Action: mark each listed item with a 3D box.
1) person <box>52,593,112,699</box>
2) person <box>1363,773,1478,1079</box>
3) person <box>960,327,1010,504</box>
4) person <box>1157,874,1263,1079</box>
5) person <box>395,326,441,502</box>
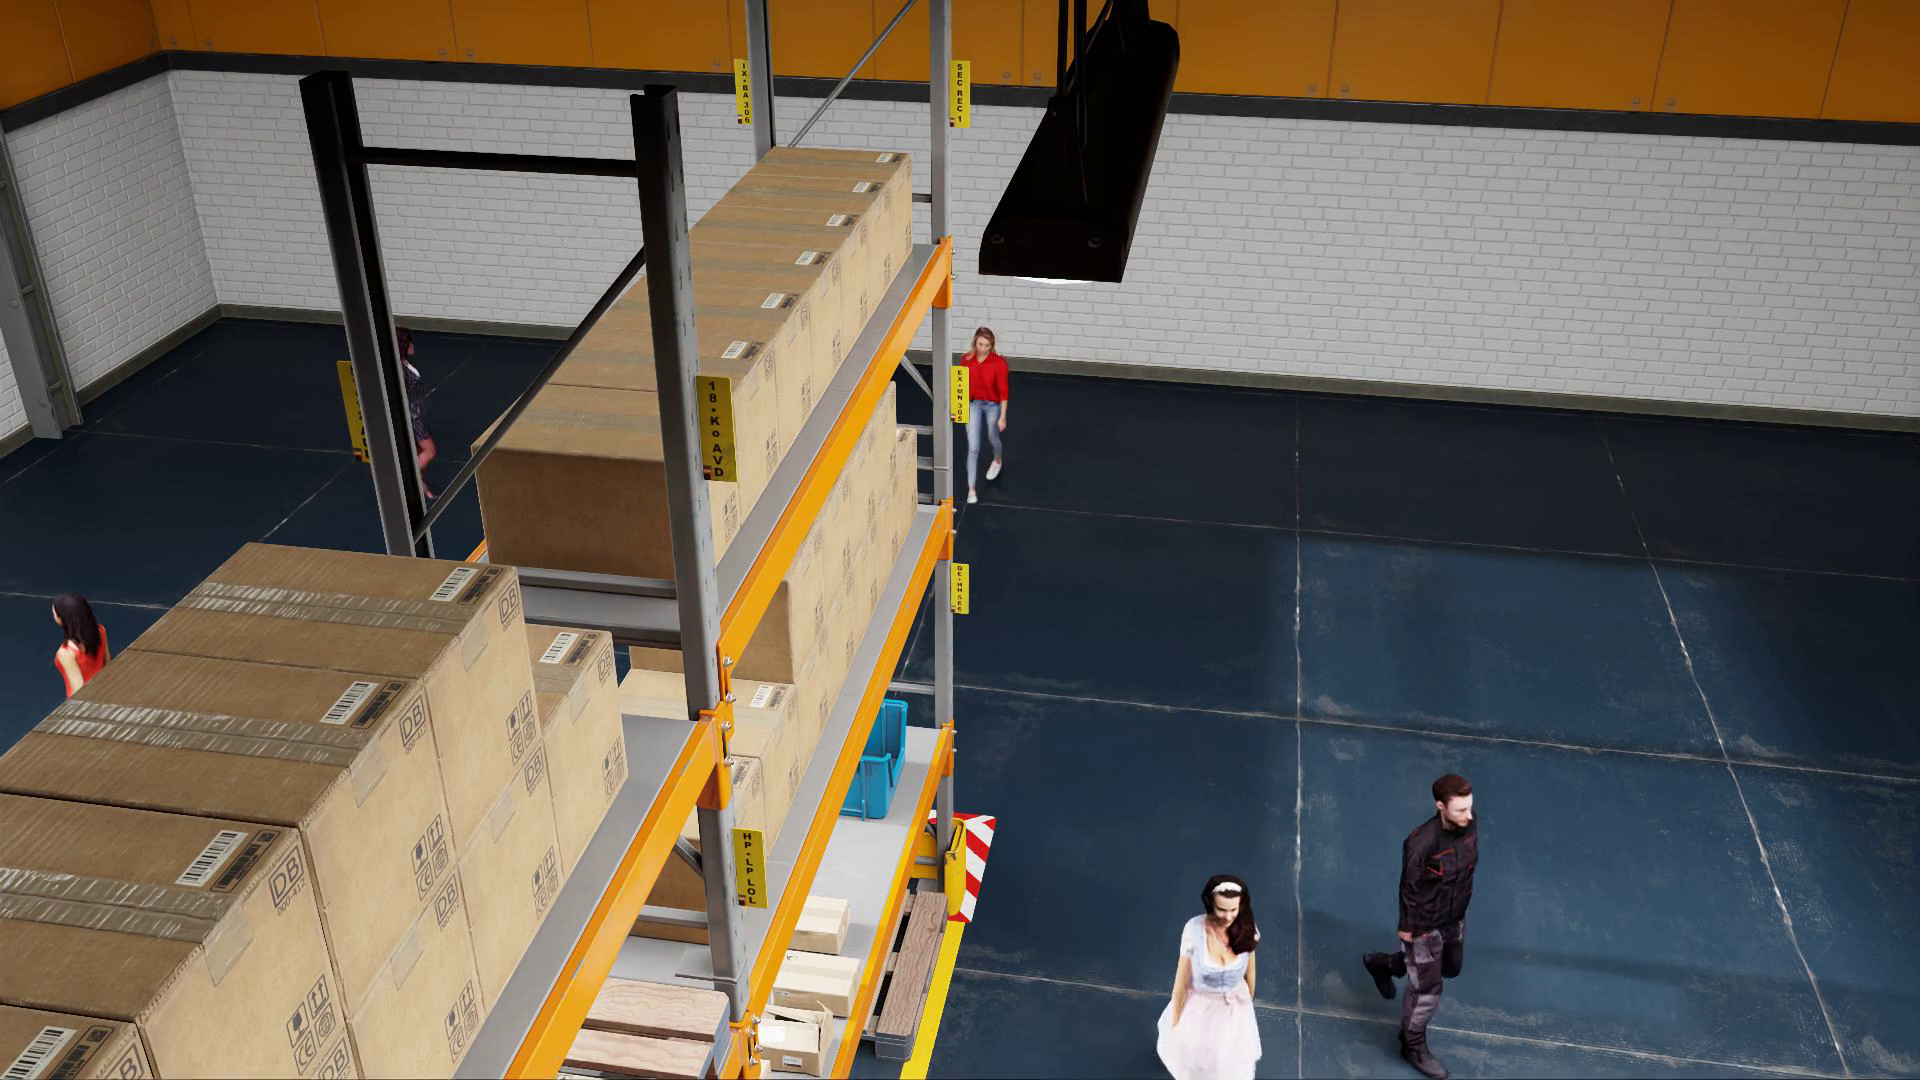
[{"bbox_3d":[-5.632,1.094,10.872,0.659,1.719,0.464,3,29,5],"label":"person"},{"bbox_3d":[2.515,2.008,9.017,1.056,1.891,1.094,-21,35,-33],"label":"person"},{"bbox_3d":[0.244,-1.204,15.151,0.675,1.655,1.147,9,30,16],"label":"person"},{"bbox_3d":[1.253,2.366,8.458,0.834,1.797,1.132,-2,29,-4],"label":"person"},{"bbox_3d":[-4.989,-1.083,14.895,0.795,1.689,0.680,-6,29,-12],"label":"person"}]
